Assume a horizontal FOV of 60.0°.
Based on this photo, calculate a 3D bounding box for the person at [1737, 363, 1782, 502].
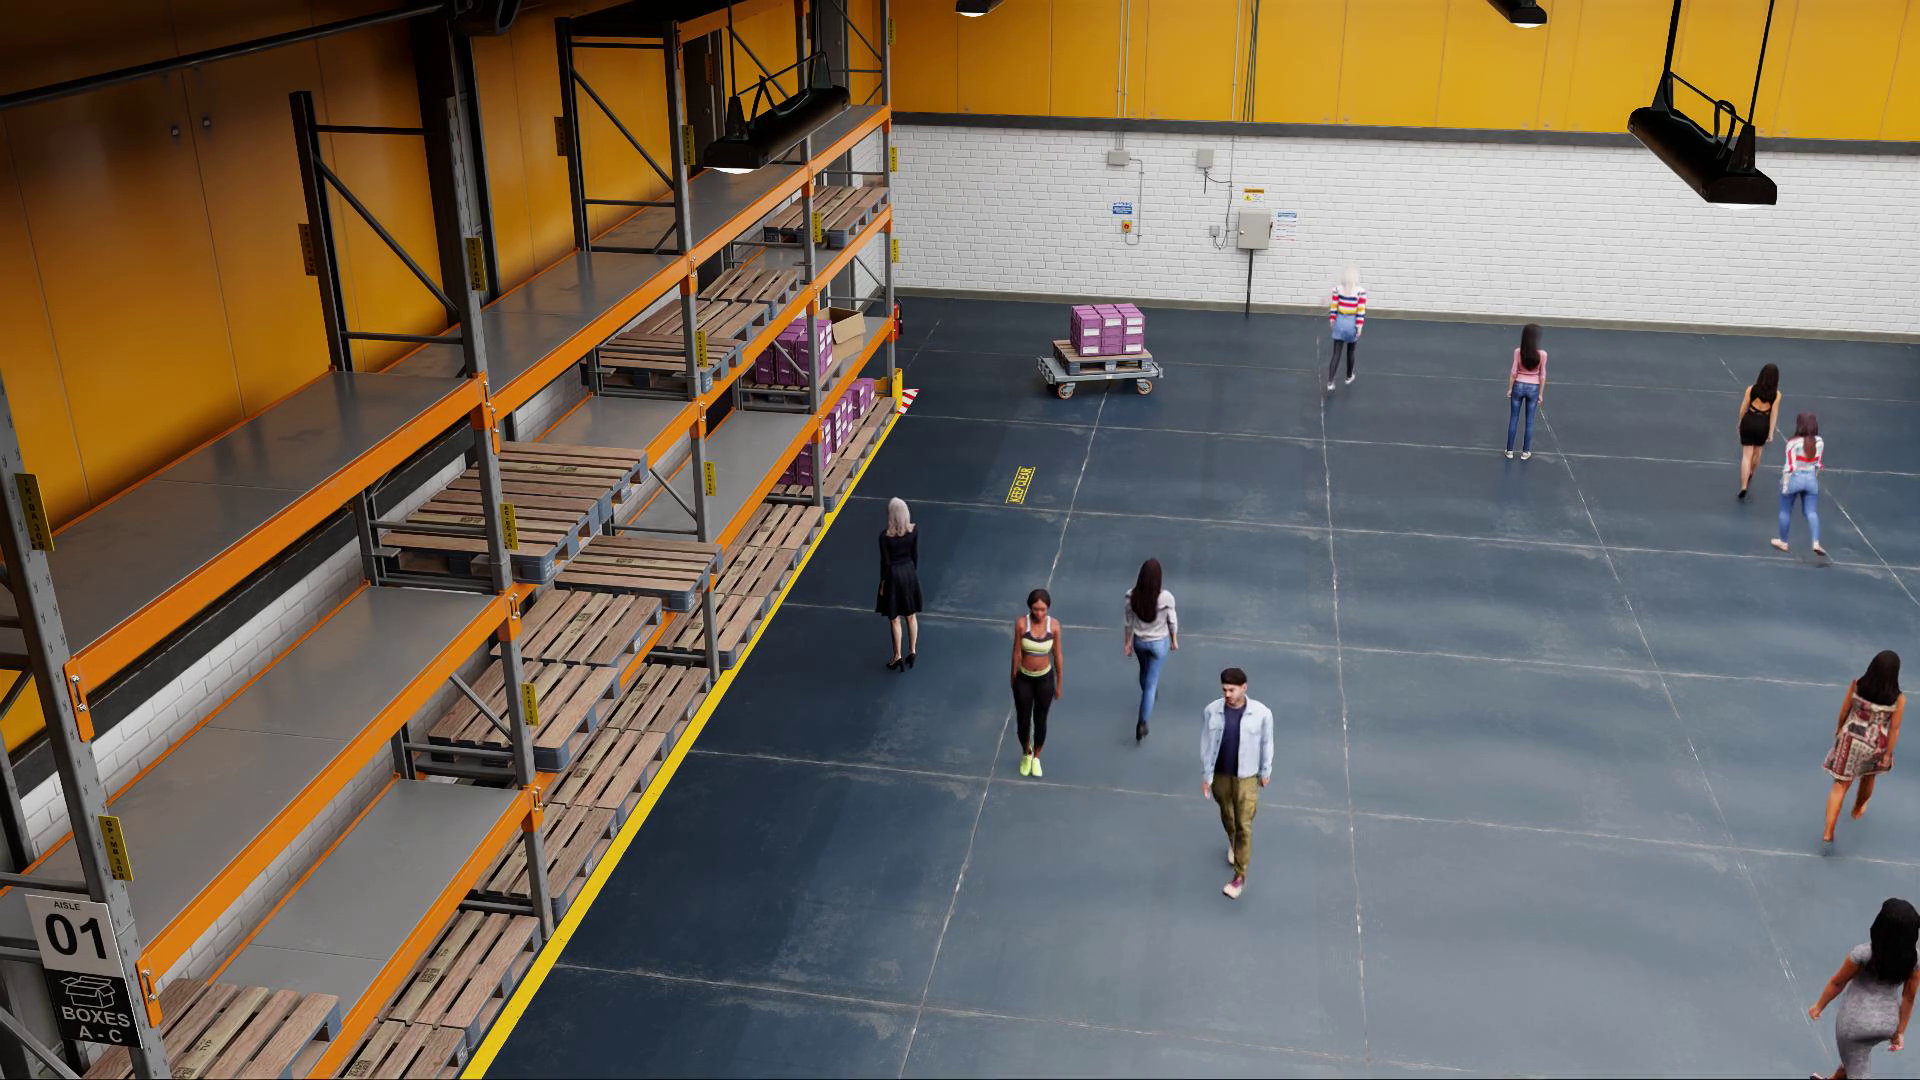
[{"bbox_3d":[9.365,-1.244,19.609,0.698,1.608,1.061,9,25,21],"label":"person"}]

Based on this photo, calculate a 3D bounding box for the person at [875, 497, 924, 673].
[{"bbox_3d":[-0.573,0.413,15.645,0.699,1.747,0.753,-14,27,-30],"label":"person"}]

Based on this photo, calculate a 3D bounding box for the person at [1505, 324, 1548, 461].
[{"bbox_3d":[7.098,-1.874,20.883,0.614,1.743,0.554,8,25,18],"label":"person"}]

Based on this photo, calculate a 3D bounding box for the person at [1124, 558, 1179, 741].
[{"bbox_3d":[1.652,0.978,14.551,0.792,1.588,1.116,10,26,22],"label":"person"}]

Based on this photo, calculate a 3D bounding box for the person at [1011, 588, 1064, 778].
[{"bbox_3d":[0.625,1.152,13.965,0.622,1.739,0.634,0,24,1],"label":"person"}]

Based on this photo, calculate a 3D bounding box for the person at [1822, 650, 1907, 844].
[{"bbox_3d":[7.030,1.640,13.014,0.935,1.606,1.213,16,28,31],"label":"person"}]

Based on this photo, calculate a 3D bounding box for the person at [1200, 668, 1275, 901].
[{"bbox_3d":[2.080,1.739,12.584,0.853,1.769,1.186,8,25,18],"label":"person"}]

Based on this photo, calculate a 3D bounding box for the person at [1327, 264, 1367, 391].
[{"bbox_3d":[5.361,-2.926,23.260,0.917,1.766,1.220,12,26,26],"label":"person"}]

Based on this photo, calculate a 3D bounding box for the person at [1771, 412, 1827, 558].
[{"bbox_3d":[9.200,-0.590,18.131,0.742,1.594,0.918,0,24,0],"label":"person"}]

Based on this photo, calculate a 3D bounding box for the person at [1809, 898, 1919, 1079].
[{"bbox_3d":[5.394,2.958,9.817,0.740,1.751,1.044,-1,24,-3],"label":"person"}]
